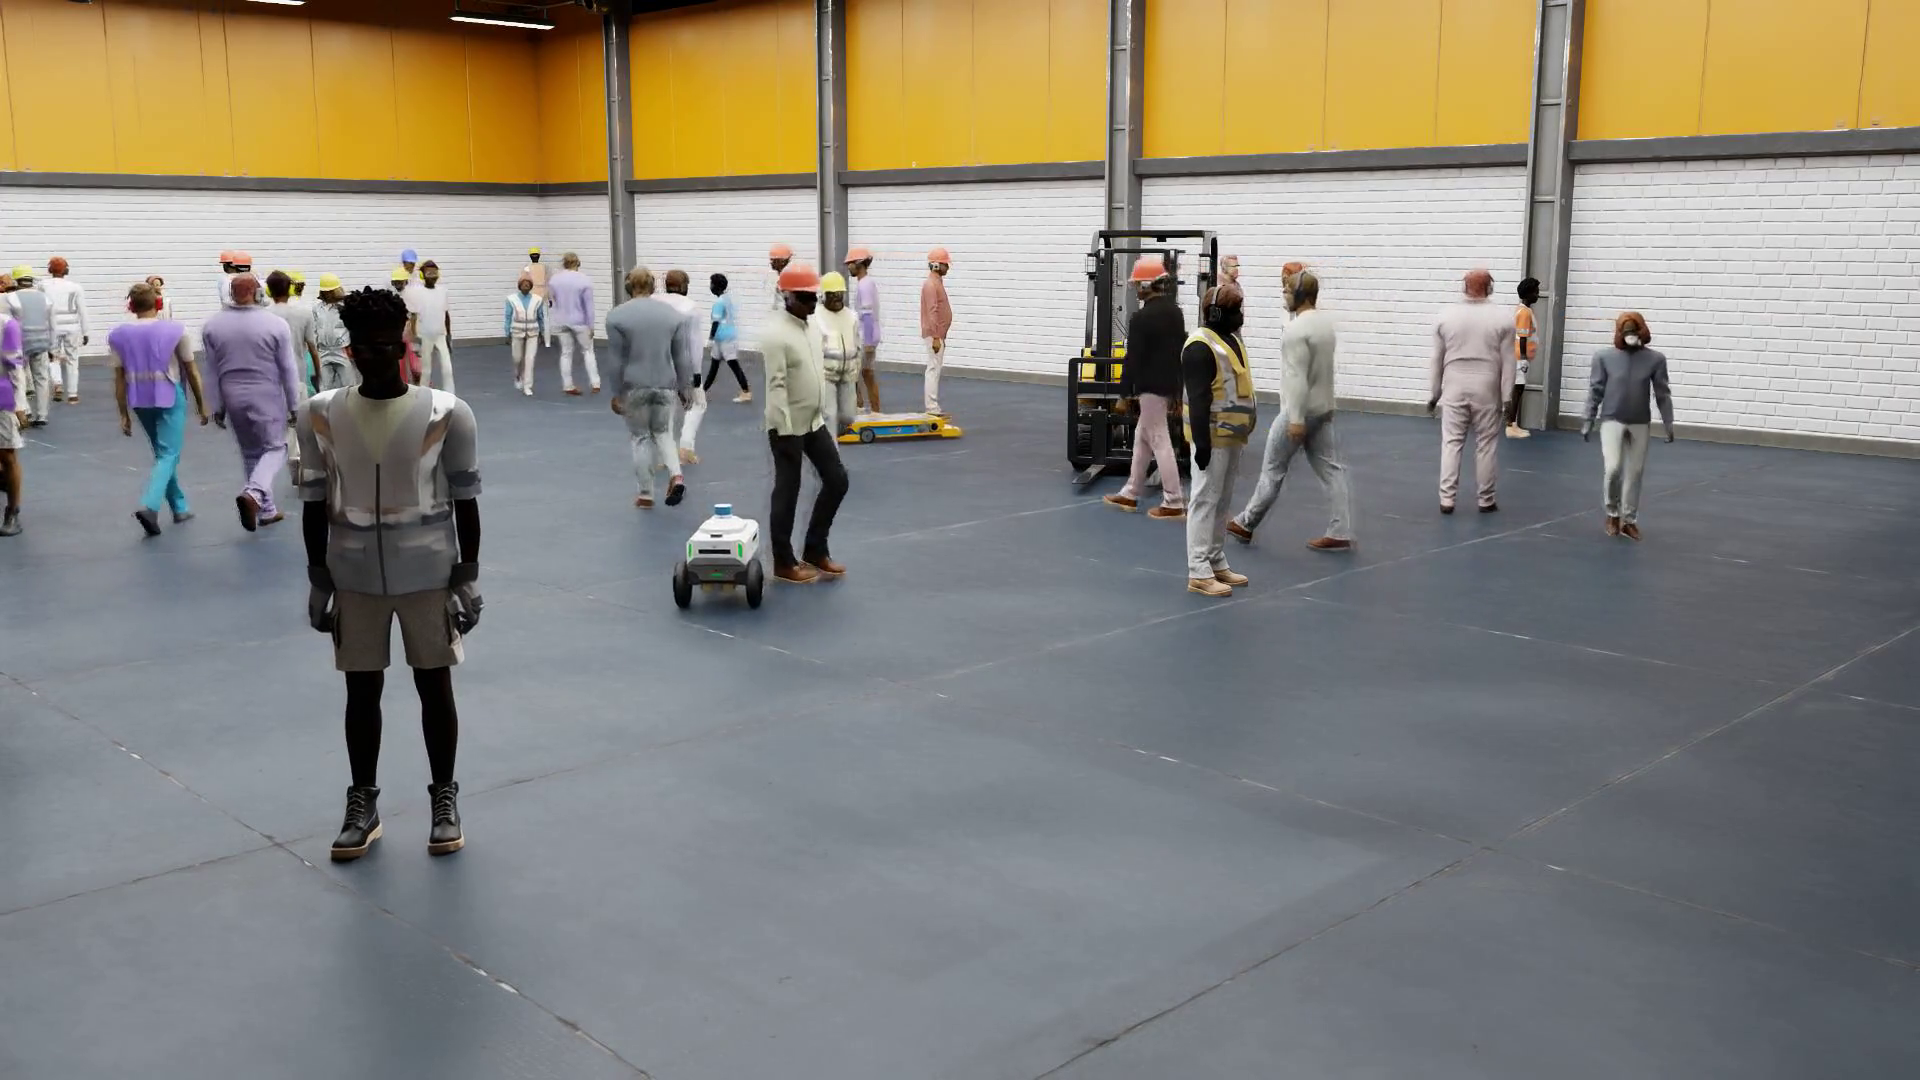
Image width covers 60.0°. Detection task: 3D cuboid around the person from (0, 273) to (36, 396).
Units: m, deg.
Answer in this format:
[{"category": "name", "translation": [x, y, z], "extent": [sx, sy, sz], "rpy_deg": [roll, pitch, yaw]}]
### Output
[{"category": "person", "translation": [-12.441, -2.686, 21.901], "extent": [0.278, 1.633, 0.498], "rpy_deg": [1, 10, 6]}]

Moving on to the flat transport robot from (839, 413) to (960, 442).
[{"category": "flat transport robot", "translation": [-0.778, -1.193, 17.476], "extent": [1.431, 0.197, 0.652], "rpy_deg": [-4, 11, -22]}]

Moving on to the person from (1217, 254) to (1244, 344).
[{"category": "person", "translation": [3.182, -2.441, 19.824], "extent": [0.403, 1.906, 0.650], "rpy_deg": [9, 14, 40]}]

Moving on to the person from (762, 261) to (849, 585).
[{"category": "person", "translation": [-0.924, -0.691, 10.087], "extent": [0.593, 1.972, 0.647], "rpy_deg": [5, 11, 24]}]

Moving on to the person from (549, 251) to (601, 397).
[{"category": "person", "translation": [-5.072, -2.846, 22.003], "extent": [0.628, 1.924, 0.548], "rpy_deg": [2, 11, 11]}]

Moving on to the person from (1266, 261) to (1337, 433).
[{"category": "person", "translation": [3.668, -2.055, 17.840], "extent": [0.632, 1.862, 0.603], "rpy_deg": [-1, 10, -7]}]

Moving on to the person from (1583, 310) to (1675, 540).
[{"category": "person", "translation": [4.675, -0.795, 11.623], "extent": [0.609, 1.606, 0.410], "rpy_deg": [1, 10, 8]}]

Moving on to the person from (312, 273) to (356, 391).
[{"category": "person", "translation": [-6.564, -1.922, 17.459], "extent": [0.484, 1.736, 0.306], "rpy_deg": [0, 10, 0]}]

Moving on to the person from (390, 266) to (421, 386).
[{"category": "person", "translation": [-6.772, -2.459, 20.314], "extent": [0.545, 1.752, 0.442], "rpy_deg": [0, 10, -1]}]

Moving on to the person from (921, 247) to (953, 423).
[{"category": "person", "translation": [-0.263, -2.345, 19.052], "extent": [0.378, 1.995, 0.613], "rpy_deg": [1, 10, 3]}]

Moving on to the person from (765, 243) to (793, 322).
[{"category": "person", "translation": [-2.167, -2.619, 20.442], "extent": [0.447, 2.033, 0.629], "rpy_deg": [0, 10, 0]}]

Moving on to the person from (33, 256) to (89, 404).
[{"category": "person", "translation": [-11.341, -2.642, 21.022], "extent": [0.601, 1.867, 0.407], "rpy_deg": [-4, 11, -22]}]

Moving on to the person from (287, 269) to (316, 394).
[{"category": "person", "translation": [-8.406, -2.571, 21.037], "extent": [0.895, 1.716, 0.520], "rpy_deg": [3, 11, 16]}]

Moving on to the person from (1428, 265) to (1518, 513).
[{"category": "person", "translation": [3.945, -1.148, 12.787], "extent": [0.644, 1.911, 0.406], "rpy_deg": [5, 11, 25]}]

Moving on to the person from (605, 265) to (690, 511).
[{"category": "person", "translation": [-2.392, -1.158, 12.845], "extent": [0.636, 1.911, 0.566], "rpy_deg": [-7, 12, -32]}]

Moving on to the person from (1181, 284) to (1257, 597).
[{"category": "person", "translation": [1.551, -0.598, 9.949], "extent": [0.429, 1.843, 0.633], "rpy_deg": [5, 12, 28]}]

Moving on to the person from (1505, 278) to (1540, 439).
[{"category": "person", "translation": [5.934, -1.915, 17.553], "extent": [0.321, 1.690, 0.529], "rpy_deg": [4, 11, 21]}]

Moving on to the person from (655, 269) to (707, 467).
[{"category": "person", "translation": [-2.610, -1.571, 15.303], "extent": [0.645, 1.816, 0.442], "rpy_deg": [5, 11, 24]}]

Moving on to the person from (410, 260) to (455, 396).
[{"category": "person", "translation": [-6.072, -2.309, 19.300], "extent": [0.550, 1.834, 0.881], "rpy_deg": [-8, 13, -39]}]

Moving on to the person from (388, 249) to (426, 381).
[{"category": "person", "translation": [-7.985, -3.254, 24.174], "extent": [0.608, 1.934, 0.465], "rpy_deg": [-9, 14, -42]}]

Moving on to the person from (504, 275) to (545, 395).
[{"category": "person", "translation": [-5.868, -2.763, 22.383], "extent": [0.532, 1.613, 0.610], "rpy_deg": [-4, 11, -22]}]

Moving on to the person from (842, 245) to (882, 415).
[{"category": "person", "translation": [-1.099, -2.179, 18.087], "extent": [0.594, 2.016, 0.633], "rpy_deg": [0, 10, -1]}]

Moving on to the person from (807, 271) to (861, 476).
[{"category": "person", "translation": [-1.158, -1.489, 14.879], "extent": [0.598, 1.816, 0.585], "rpy_deg": [-7, 12, -32]}]

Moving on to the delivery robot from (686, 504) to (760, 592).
[{"category": "delivery robot", "translation": [-1.386, 0.033, 9.765], "extent": [0.477, 0.478, 0.707], "rpy_deg": [0, 10, 1]}]

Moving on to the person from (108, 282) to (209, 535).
[{"category": "person", "translation": [-5.833, -0.959, 12.042], "extent": [0.582, 1.805, 0.929], "rpy_deg": [0, 10, 0]}]

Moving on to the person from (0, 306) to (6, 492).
[{"category": "person", "translation": [-8.089, -1.329, 13.669], "extent": [0.352, 1.940, 0.545], "rpy_deg": [3, 11, 18]}]

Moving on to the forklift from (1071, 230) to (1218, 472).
[{"category": "forklift", "translation": [1.804, -1.825, 15.677], "extent": [1.214, 2.155, 2.313], "rpy_deg": [2, 11, 13]}]

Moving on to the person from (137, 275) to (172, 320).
[{"category": "person", "translation": [-9.956, -2.456, 20.632], "extent": [0.314, 1.639, 0.517], "rpy_deg": [4, 11, 23]}]

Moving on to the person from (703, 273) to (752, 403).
[{"category": "person", "translation": [-3.064, -2.554, 21.125], "extent": [0.909, 1.637, 0.547], "rpy_deg": [1, 10, 3]}]

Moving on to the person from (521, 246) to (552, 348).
[{"category": "person", "translation": [-7.997, -4.579, 31.450], "extent": [0.586, 1.917, 0.380], "rpy_deg": [-5, 12, -26]}]

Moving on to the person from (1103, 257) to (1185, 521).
[{"category": "person", "translation": [1.356, -1.135, 12.542], "extent": [0.904, 1.956, 0.650], "rpy_deg": [8, 13, 36]}]

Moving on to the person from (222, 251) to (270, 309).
[{"category": "person", "translation": [-8.713, -2.552, 20.341], "extent": [0.543, 1.939, 0.355], "rpy_deg": [-8, 13, -37]}]

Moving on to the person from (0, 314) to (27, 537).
[{"category": "person", "translation": [-6.822, -0.946, 11.653], "extent": [0.563, 1.909, 0.630], "rpy_deg": [-2, 11, -12]}]

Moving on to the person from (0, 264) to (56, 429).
[{"category": "person", "translation": [-10.245, -2.116, 18.290], "extent": [0.470, 1.818, 0.629], "rpy_deg": [7, 12, 33]}]

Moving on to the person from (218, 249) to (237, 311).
[{"category": "person", "translation": [-9.816, -2.953, 22.527], "extent": [0.379, 1.937, 0.547], "rpy_deg": [4, 11, 21]}]

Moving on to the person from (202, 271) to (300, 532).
[{"category": "person", "translation": [-5.105, -0.995, 12.010], "extent": [0.653, 1.880, 0.799], "rpy_deg": [1, 10, 3]}]

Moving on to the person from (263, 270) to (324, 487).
[{"category": "person", "translation": [-5.618, -1.327, 13.921], "extent": [0.546, 1.841, 0.660], "rpy_deg": [-3, 11, -17]}]

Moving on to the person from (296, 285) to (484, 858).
[{"category": "person", "translation": [-1.943, 0.116, 5.712], "extent": [0.608, 1.965, 0.369], "rpy_deg": [-1, 10, -7]}]

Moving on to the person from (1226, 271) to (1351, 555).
[{"category": "person", "translation": [2.243, -0.862, 11.254], "extent": [0.998, 1.885, 0.658], "rpy_deg": [8, 13, 36]}]
